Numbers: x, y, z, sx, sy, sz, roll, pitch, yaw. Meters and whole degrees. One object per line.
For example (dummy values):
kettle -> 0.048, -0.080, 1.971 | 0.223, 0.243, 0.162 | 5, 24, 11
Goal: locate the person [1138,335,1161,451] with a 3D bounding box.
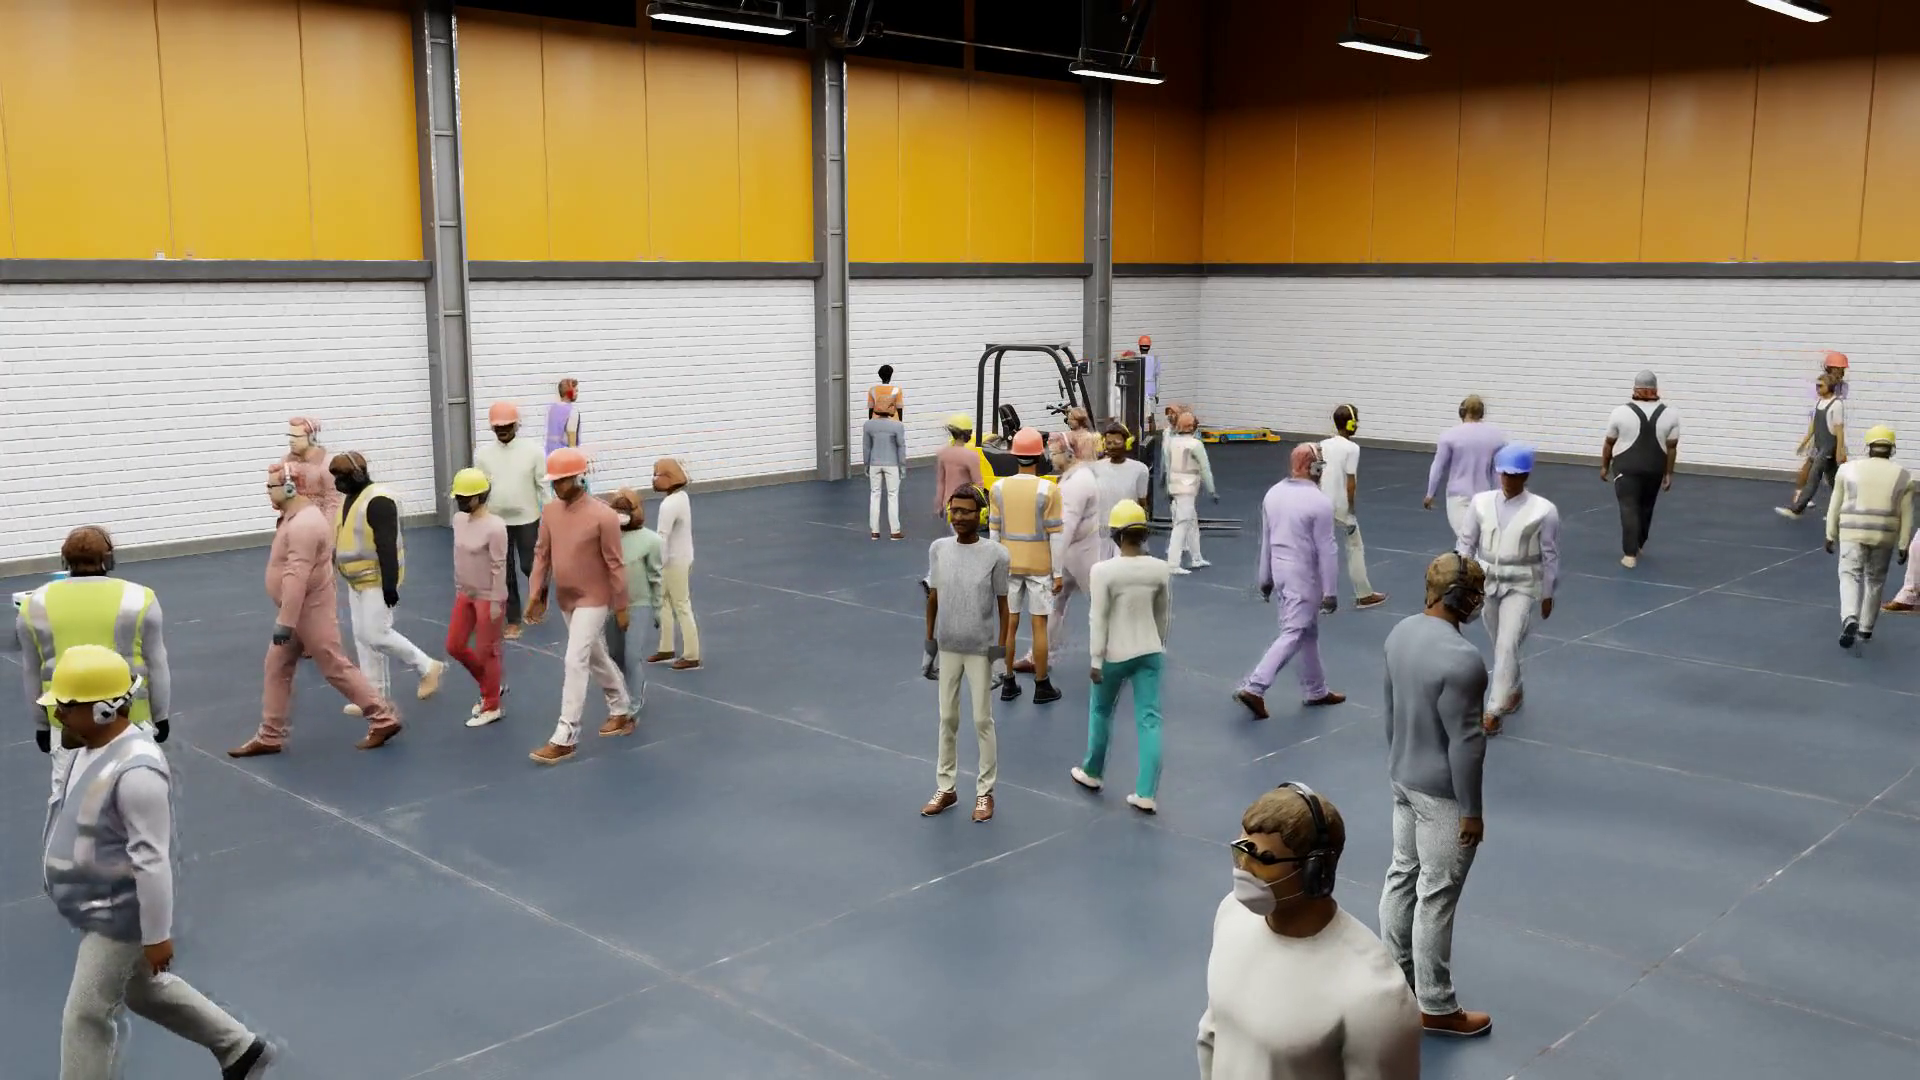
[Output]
person -> 3.069, -2.447, 27.742 | 0.543, 1.939, 0.356 | -2, 9, -10

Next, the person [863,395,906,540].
person -> -0.845, -0.812, 18.645 | 0.502, 1.632, 0.277 | 3, 10, 18

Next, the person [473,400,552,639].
person -> -3.682, -0.188, 13.798 | 0.634, 1.969, 0.655 | 0, 9, 2

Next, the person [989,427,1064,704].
person -> 0.473, 0.179, 11.629 | 0.545, 1.942, 0.351 | 4, 10, 24

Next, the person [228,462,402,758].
person -> -4.037, 0.427, 10.384 | 0.997, 1.857, 0.627 | -5, 10, -27

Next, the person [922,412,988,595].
person -> -0.057, -0.304, 15.229 | 0.794, 1.738, 0.527 | -7, 12, -38

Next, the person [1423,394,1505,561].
person -> 4.686, -0.398, 15.372 | 0.648, 1.890, 1.040 | -3, 10, -15

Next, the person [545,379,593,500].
person -> -4.403, -0.931, 18.869 | 0.955, 1.790, 0.591 | -9, 13, -43

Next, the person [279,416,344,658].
person -> -5.094, -0.020, 12.987 | 0.676, 1.891, 0.431 | 5, 10, 26

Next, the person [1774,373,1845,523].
person -> 10.261, -1.094, 19.884 | 0.967, 1.793, 0.536 | 1, 9, 7

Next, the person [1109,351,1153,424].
person -> 2.550, -1.858, 24.447 | 0.971, 1.833, 0.583 | -8, 12, -42

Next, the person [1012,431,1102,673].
person -> 0.887, 0.115, 12.360 | 1.034, 1.847, 0.651 | -1, 9, -4

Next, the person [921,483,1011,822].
person -> 0.023, 0.614, 9.169 | 0.509, 1.877, 0.328 | 4, 10, 21

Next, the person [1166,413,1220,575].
person -> 2.335, -0.458, 16.578 | 0.731, 1.604, 0.558 | -4, 10, -24

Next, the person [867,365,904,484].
person -> -1.046, -1.620, 23.429 | 0.535, 1.693, 0.317 | 3, 10, 16

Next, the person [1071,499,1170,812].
person -> 0.914, 0.629, 9.486 | 0.544, 1.728, 0.822 | -4, 10, -23

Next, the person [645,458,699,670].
person -> -2.239, 0.186, 12.554 | 0.584, 1.610, 0.531 | 1, 9, 4

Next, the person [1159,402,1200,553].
person -> 2.313, -0.654, 17.673 | 0.369, 1.622, 0.553 | -5, 11, -30

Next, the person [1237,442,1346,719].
person -> 2.267, 0.269, 11.295 | 0.938, 1.876, 0.660 | -4, 10, -24

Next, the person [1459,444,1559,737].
person -> 3.624, 0.307, 11.031 | 0.603, 1.899, 1.018 | 9, 13, 44

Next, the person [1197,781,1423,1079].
person -> 0.726, 1.474, 3.701 | 0.370, 1.940, 0.627 | -5, 10, -27

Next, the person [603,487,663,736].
person -> -2.210, 0.436, 11.098 | 0.502, 1.609, 0.755 | 2, 9, 9

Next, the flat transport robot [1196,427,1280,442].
flat transport robot -> 4.834, -1.858, 29.230 | 1.431, 0.197, 0.652 | -2, 9, -11

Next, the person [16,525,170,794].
person -> -4.093, 0.843, 7.919 | 0.626, 1.836, 0.431 | -2, 9, -12

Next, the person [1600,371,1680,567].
person -> 7.009, -0.786, 17.242 | 0.684, 2.000, 1.012 | 1, 9, 6

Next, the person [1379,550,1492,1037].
person -> 1.902, 0.997, 6.642 | 0.371, 1.934, 0.627 | -2, 9, -12

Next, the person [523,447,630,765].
person -> -2.386, 0.370, 10.495 | 0.593, 1.940, 0.994 | 7, 11, 36

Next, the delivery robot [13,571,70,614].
delivery robot -> -7.329, 0.500, 13.614 | 0.477, 0.478, 0.707 | 8, 12, 39

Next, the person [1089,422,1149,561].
person -> 1.262, -0.051, 13.389 | 0.531, 1.836, 0.921 | 4, 10, 23

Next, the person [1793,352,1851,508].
person -> 10.960, -1.352, 20.869 | 0.638, 1.990, 1.030 | -3, 10, -20

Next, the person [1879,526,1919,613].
person -> 8.649, -0.267, 14.455 | 1.000, 1.939, 0.632 | 2, 9, 10

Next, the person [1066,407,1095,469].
person -> 1.166, -0.561, 17.122 | 0.541, 1.617, 0.538 | -5, 10, -27

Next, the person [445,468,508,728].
person -> -3.181, 0.383, 10.956 | 0.547, 1.740, 0.381 | 7, 11, 36

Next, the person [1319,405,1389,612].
person -> 3.459, -0.280, 14.763 | 0.887, 1.833, 0.560 | -5, 11, -29

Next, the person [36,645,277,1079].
person -> -2.836, 1.219, 5.706 | 0.877, 1.798, 0.602 | -8, 12, -39

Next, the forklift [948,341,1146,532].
forklift -> 0.977, -1.223, 19.452 | 2.313, 2.155, 1.214 | 2, 9, 11

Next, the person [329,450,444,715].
person -> -3.965, 0.285, 11.398 | 0.593, 1.812, 0.672 | -8, 12, -41

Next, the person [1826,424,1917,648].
person -> 7.275, -0.017, 13.302 | 0.620, 1.796, 0.802 | 4, 10, 23
